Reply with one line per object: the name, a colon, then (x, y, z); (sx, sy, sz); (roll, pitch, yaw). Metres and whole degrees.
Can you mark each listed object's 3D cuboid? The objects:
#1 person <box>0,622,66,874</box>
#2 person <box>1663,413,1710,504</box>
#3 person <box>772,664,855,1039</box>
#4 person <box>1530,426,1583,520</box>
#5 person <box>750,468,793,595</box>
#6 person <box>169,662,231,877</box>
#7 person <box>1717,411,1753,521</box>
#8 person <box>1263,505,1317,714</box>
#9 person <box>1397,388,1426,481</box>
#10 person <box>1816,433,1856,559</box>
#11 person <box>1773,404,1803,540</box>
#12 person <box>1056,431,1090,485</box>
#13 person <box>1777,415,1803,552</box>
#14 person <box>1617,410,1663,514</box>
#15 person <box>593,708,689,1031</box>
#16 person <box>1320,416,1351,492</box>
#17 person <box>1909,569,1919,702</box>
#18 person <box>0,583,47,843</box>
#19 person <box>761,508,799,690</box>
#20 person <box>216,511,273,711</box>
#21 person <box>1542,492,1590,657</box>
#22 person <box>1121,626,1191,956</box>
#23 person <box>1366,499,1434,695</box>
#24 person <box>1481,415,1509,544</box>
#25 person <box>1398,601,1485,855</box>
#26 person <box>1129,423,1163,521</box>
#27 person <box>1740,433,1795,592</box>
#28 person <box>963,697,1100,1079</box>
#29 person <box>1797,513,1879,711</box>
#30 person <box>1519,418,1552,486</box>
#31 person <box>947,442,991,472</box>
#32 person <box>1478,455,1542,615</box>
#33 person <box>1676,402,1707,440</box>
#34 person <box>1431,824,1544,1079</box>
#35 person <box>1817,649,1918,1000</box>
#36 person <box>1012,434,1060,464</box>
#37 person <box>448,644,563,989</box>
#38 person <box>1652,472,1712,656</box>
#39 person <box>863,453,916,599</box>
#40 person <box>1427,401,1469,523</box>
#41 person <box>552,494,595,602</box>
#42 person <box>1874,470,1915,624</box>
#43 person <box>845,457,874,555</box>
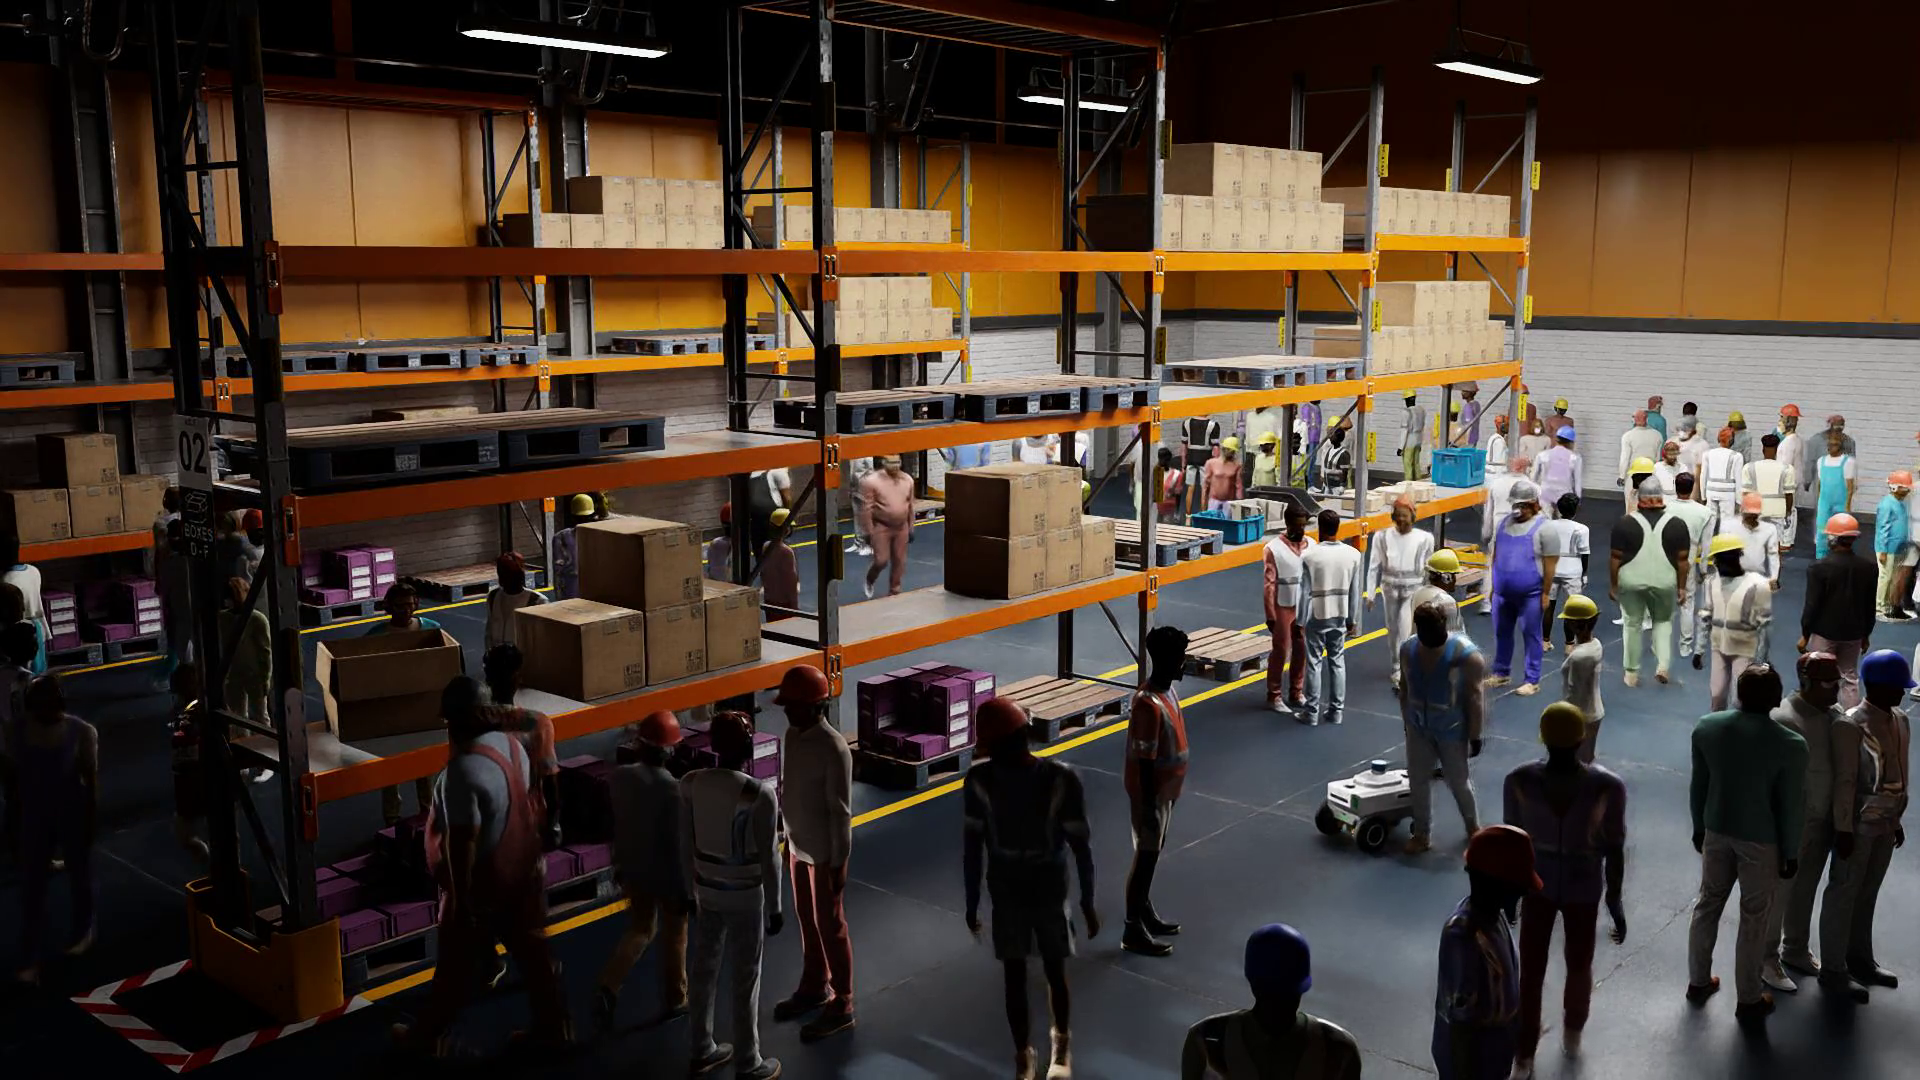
person: (-6.210, 1.382, 11.058); (0.540, 1.695, 0.317); (7, 12, 36)
person: (9.869, -0.748, 22.750); (0.541, 2.000, 0.703); (-5, 11, -29)
person: (-0.784, 1.621, 8.786); (0.409, 1.986, 0.621); (-6, 11, -32)
person: (7.861, -0.561, 22.069); (0.738, 1.897, 0.758); (4, 10, 23)
person: (-2.426, -0.319, 20.192); (0.705, 2.000, 0.581); (5, 11, 25)
person: (-4.684, 1.551, 10.298); (0.519, 1.617, 0.351); (3, 10, 20)
person: (12.139, -1.161, 26.107); (0.324, 1.741, 0.492); (-9, 13, -43)
person: (2.969, 0.615, 15.028); (0.599, 1.905, 0.391); (-6, 11, -32)
person: (7.698, -1.643, 28.461); (0.585, 1.917, 0.380); (-7, 12, -37)
person: (11.630, -0.526, 22.071); (0.765, 1.828, 0.514); (-8, 12, -39)
person: (12.085, -1.000, 24.391); (0.386, 1.992, 0.625); (0, 10, 3)
person: (1.673, -0.980, 24.483); (0.573, 1.924, 0.414); (6, 11, 31)
person: (11.621, -0.794, 23.365); (0.366, 1.931, 0.632); (7, 12, 35)
person: (9.961, -0.963, 24.451); (0.637, 1.904, 0.403); (-2, 10, -11)
person: (-1.637, 1.748, 8.754); (0.574, 1.735, 0.624); (6, 11, 32)
person: (5.674, -1.011, 25.232); (0.485, 1.737, 0.321); (-4, 10, -24)
person: (9.019, 0.597, 15.335); (0.562, 1.836, 0.397); (-8, 13, -40)
person: (-6.578, 1.207, 11.683); (0.343, 1.840, 0.507); (-1, 10, -4)
person: (-1.675, 0.575, 15.671); (0.315, 1.769, 0.525); (-8, 12, -38)
person: (-6.523, 0.605, 15.096); (0.710, 1.901, 0.639); (7, 12, 34)
person: (6.243, 0.352, 17.206); (0.540, 1.695, 0.317); (9, 13, 42)
person: (1.159, 1.460, 9.811); (0.369, 1.958, 0.604); (3, 10, 16)
person: (4.171, 0.525, 15.791); (0.596, 1.826, 0.995); (4, 10, 22)
person: (7.741, -0.872, 23.999); (0.355, 1.876, 0.574); (2, 10, 10)
person: (3.343, 1.269, 11.478); (0.637, 1.794, 0.684); (8, 13, 41)
person: (2.665, -0.789, 23.661); (0.540, 1.820, 0.972); (1, 10, 6)
person: (9.949, -0.337, 20.529); (0.603, 1.962, 0.368); (4, 10, 25)
person: (0.344, 1.738, 8.081); (0.690, 1.991, 0.625); (1, 10, 8)
person: (7.285, 0.767, 13.846); (0.625, 1.991, 0.392); (-1, 10, -4)
person: (9.107, -1.143, 26.393); (0.503, 1.614, 0.673); (1, 10, 5)
person: (0.138, -0.805, 23.254); (0.640, 1.979, 0.952); (1, 10, 9)
person: (6.388, -0.058, 19.238); (0.714, 1.840, 1.002); (9, 13, 43)
person: (11.309, -1.188, 25.783); (0.388, 1.911, 0.585); (-3, 10, -19)
person: (2.034, 2.034, 6.479); (0.369, 1.929, 0.542); (5, 11, 26)
person: (5.054, 1.557, 9.265); (0.605, 1.949, 0.384); (-6, 11, -33)
person: (1.063, -0.823, 23.197); (0.699, 2.000, 0.536); (1, 10, 8)
person: (-2.524, 1.543, 9.289); (0.613, 1.964, 0.361); (0, 10, 2)
person: (7.422, 0.253, 17.184); (0.585, 1.911, 0.391); (3, 10, 19)
person: (-0.851, -0.147, 19.639); (0.647, 1.886, 0.551); (-5, 11, -26)
person: (7.619, -1.210, 25.887); (0.621, 1.905, 0.539); (8, 12, 39)
person: (-3.491, 0.521, 15.512); (0.588, 1.928, 0.383); (-4, 10, -23)
person: (10.520, 0.075, 18.748); (0.572, 1.738, 0.354); (-9, 13, -42)
person: (-1.392, -0.662, 23.122); (0.312, 1.744, 0.487); (-7, 12, -37)
